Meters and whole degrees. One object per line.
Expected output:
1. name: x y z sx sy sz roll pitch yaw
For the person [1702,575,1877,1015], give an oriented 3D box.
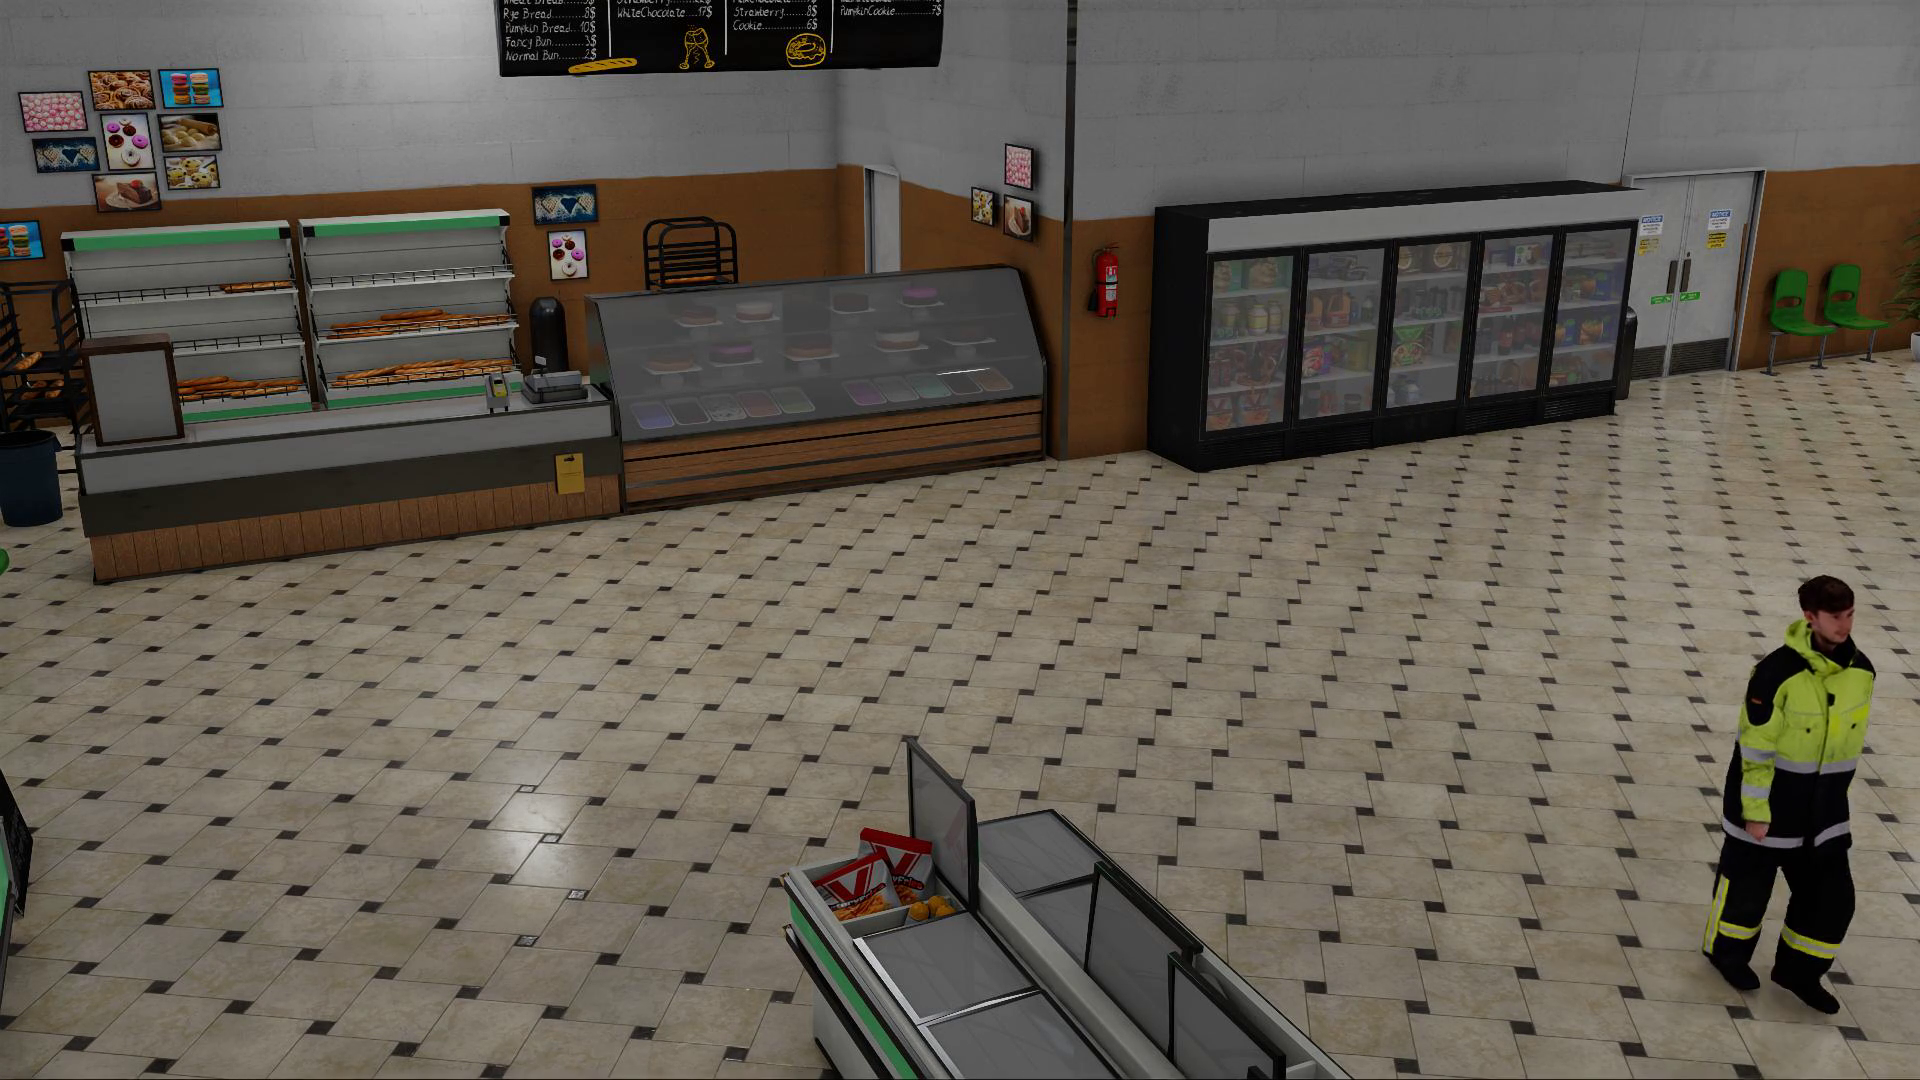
1. person: 3.539 1.044 7.208 0.865 1.962 0.894 -4 19 -13
